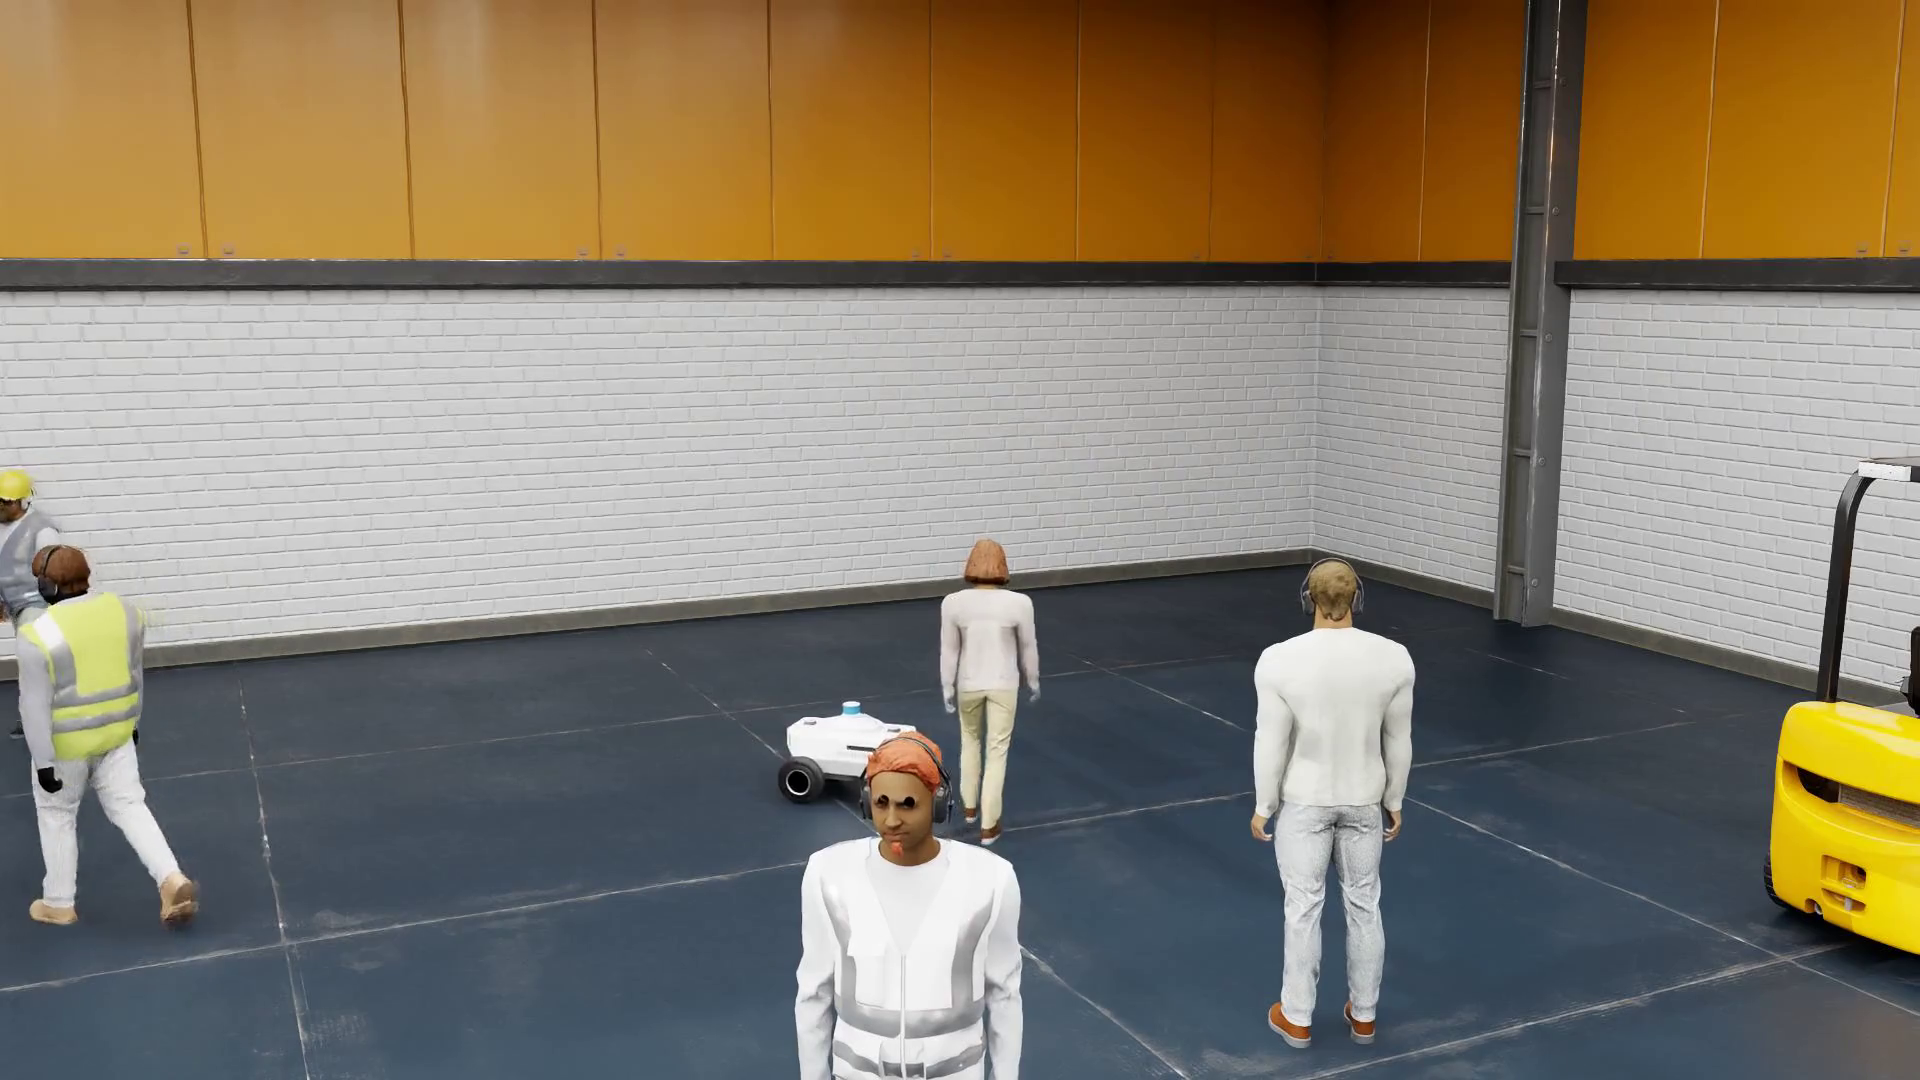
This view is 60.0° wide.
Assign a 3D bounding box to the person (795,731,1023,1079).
[{"bbox_3d":[-0.134,1.412,4.294,0.585,1.881,0.340,1,9,5],"label":"person"}]

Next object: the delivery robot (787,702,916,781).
[{"bbox_3d":[-0.621,1.176,9.580,0.707,0.478,0.477,3,10,17],"label":"delivery robot"}]

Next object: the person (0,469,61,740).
[{"bbox_3d":[-6.074,0.374,11.062,0.623,1.784,0.786,5,10,27],"label":"person"}]

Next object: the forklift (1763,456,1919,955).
[{"bbox_3d":[4.857,0.731,7.561,2.313,2.155,1.214,-4,10,-25],"label":"forklift"}]

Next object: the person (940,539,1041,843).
[{"bbox_3d":[0.177,0.788,9.007,0.509,1.616,0.619,2,9,12],"label":"person"}]

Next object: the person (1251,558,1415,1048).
[{"bbox_3d":[1.442,1.031,6.507,0.627,1.933,0.371,0,9,-3],"label":"person"}]

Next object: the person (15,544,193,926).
[{"bbox_3d":[-3.962,0.913,7.623,0.828,1.814,0.629,5,11,29],"label":"person"}]
